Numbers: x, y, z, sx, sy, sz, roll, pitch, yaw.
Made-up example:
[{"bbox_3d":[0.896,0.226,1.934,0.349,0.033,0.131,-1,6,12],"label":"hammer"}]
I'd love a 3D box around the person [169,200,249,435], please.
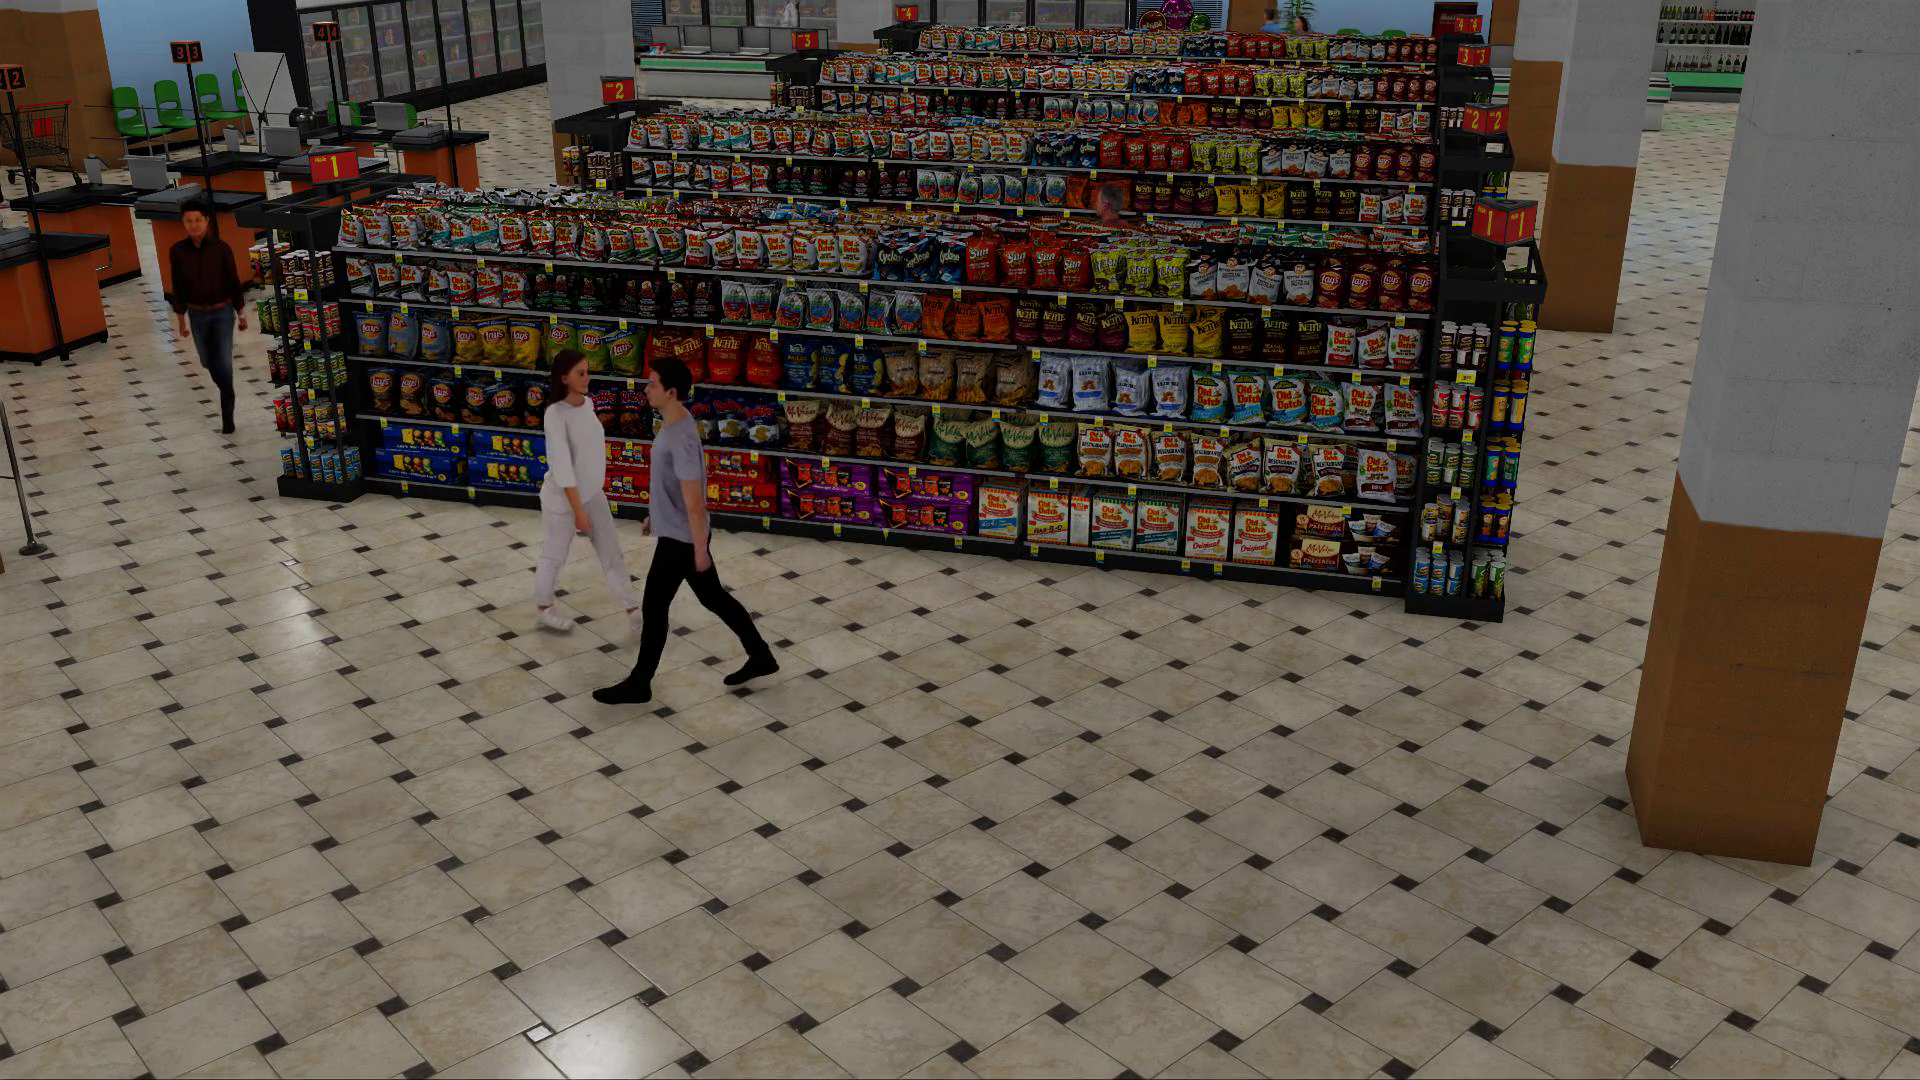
[{"bbox_3d":[-5.777,-1.737,12.843,1.162,1.750,1.077,-5,23,-13],"label":"person"}]

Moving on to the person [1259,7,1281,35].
[{"bbox_3d":[5.582,-8.672,30.038,1.048,1.799,1.144,-14,26,-31],"label":"person"}]

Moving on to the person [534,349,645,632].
[{"bbox_3d":[-2.222,-0.238,9.251,1.078,1.648,0.709,9,24,21],"label":"person"}]

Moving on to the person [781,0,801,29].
[{"bbox_3d":[-3.435,-9.955,33.108,0.921,1.891,0.877,-12,25,-28],"label":"person"}]

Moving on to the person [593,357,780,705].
[{"bbox_3d":[-1.314,-0.020,8.476,1.291,1.821,0.989,-3,22,-8],"label":"person"}]

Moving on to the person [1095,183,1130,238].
[{"bbox_3d":[1.171,-1.891,13.119,0.587,1.831,0.719,9,24,21],"label":"person"}]
